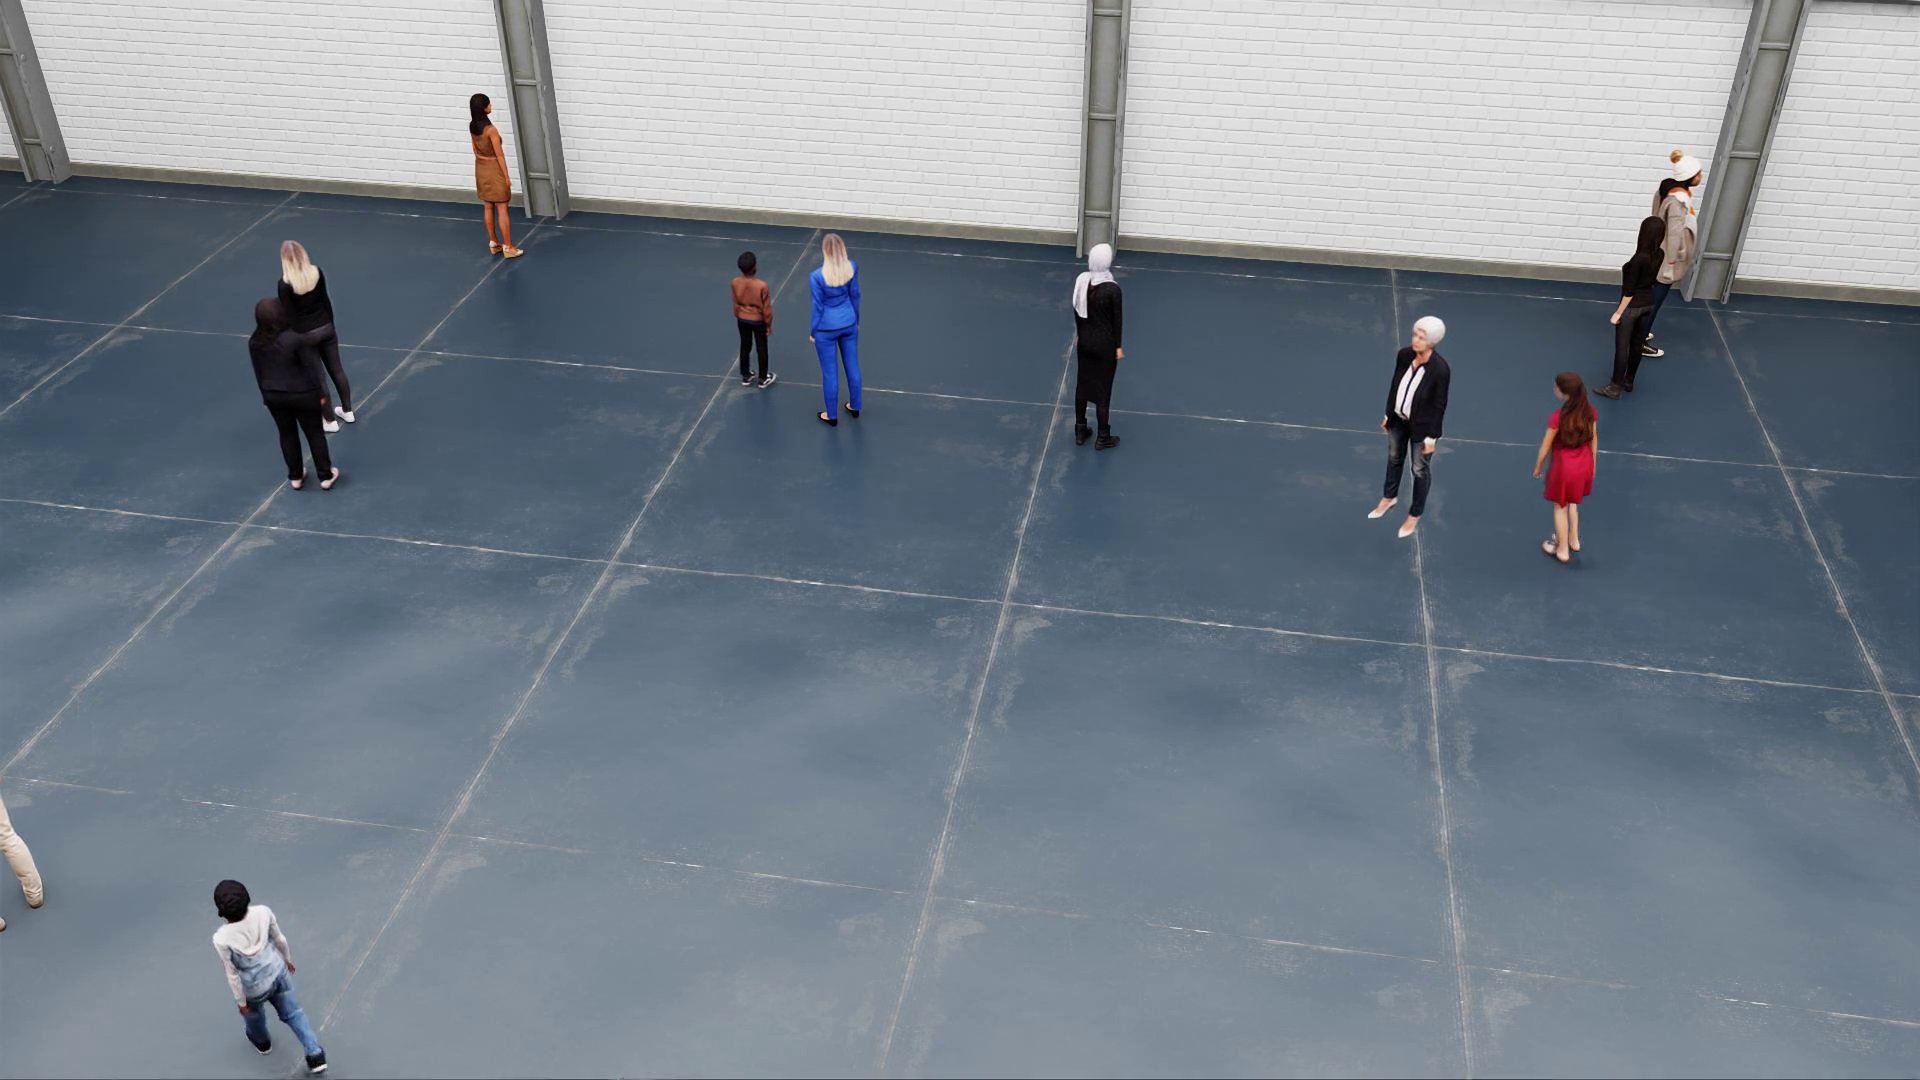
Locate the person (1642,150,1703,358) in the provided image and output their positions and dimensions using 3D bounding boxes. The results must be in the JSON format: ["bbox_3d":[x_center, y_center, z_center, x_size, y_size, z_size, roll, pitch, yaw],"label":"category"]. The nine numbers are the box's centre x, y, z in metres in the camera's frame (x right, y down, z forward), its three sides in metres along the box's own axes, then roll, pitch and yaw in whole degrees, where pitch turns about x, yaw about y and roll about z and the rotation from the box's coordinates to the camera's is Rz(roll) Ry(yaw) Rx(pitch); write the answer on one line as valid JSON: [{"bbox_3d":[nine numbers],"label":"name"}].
[{"bbox_3d":[6.309,-2.600,14.974,0.675,1.888,0.692,3,34,5],"label":"person"}]

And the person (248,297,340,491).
[{"bbox_3d":[-5.230,-1.128,13.009,0.610,1.612,0.745,0,34,1],"label":"person"}]

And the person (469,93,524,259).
[{"bbox_3d":[-4.716,-3.671,16.763,0.586,1.690,0.700,22,40,30],"label":"person"}]

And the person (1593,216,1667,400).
[{"bbox_3d":[5.812,-2.000,14.293,0.647,1.642,0.705,-22,39,-29],"label":"person"}]

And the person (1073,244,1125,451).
[{"bbox_3d":[1.114,-1.565,13.514,0.626,1.780,0.744,23,40,31],"label":"person"}]

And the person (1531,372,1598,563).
[{"bbox_3d":[4.482,-0.515,12.173,0.677,1.515,0.755,-2,34,-3],"label":"person"}]

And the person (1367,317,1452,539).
[{"bbox_3d":[3.279,-0.862,12.027,0.791,1.781,0.828,-20,38,-27],"label":"person"}]

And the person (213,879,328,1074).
[{"bbox_3d":[-3.474,2.207,8.319,0.928,1.248,0.753,26,41,33],"label":"person"}]

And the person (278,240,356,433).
[{"bbox_3d":[-5.352,-1.688,13.784,0.677,1.685,0.682,21,39,29],"label":"person"}]

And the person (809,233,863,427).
[{"bbox_3d":[-1.027,-1.761,13.881,0.692,1.700,0.760,-19,38,-27],"label":"person"}]

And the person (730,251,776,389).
[{"bbox_3d":[-1.820,-1.928,14.535,0.443,1.254,0.601,10,35,15],"label":"person"}]
